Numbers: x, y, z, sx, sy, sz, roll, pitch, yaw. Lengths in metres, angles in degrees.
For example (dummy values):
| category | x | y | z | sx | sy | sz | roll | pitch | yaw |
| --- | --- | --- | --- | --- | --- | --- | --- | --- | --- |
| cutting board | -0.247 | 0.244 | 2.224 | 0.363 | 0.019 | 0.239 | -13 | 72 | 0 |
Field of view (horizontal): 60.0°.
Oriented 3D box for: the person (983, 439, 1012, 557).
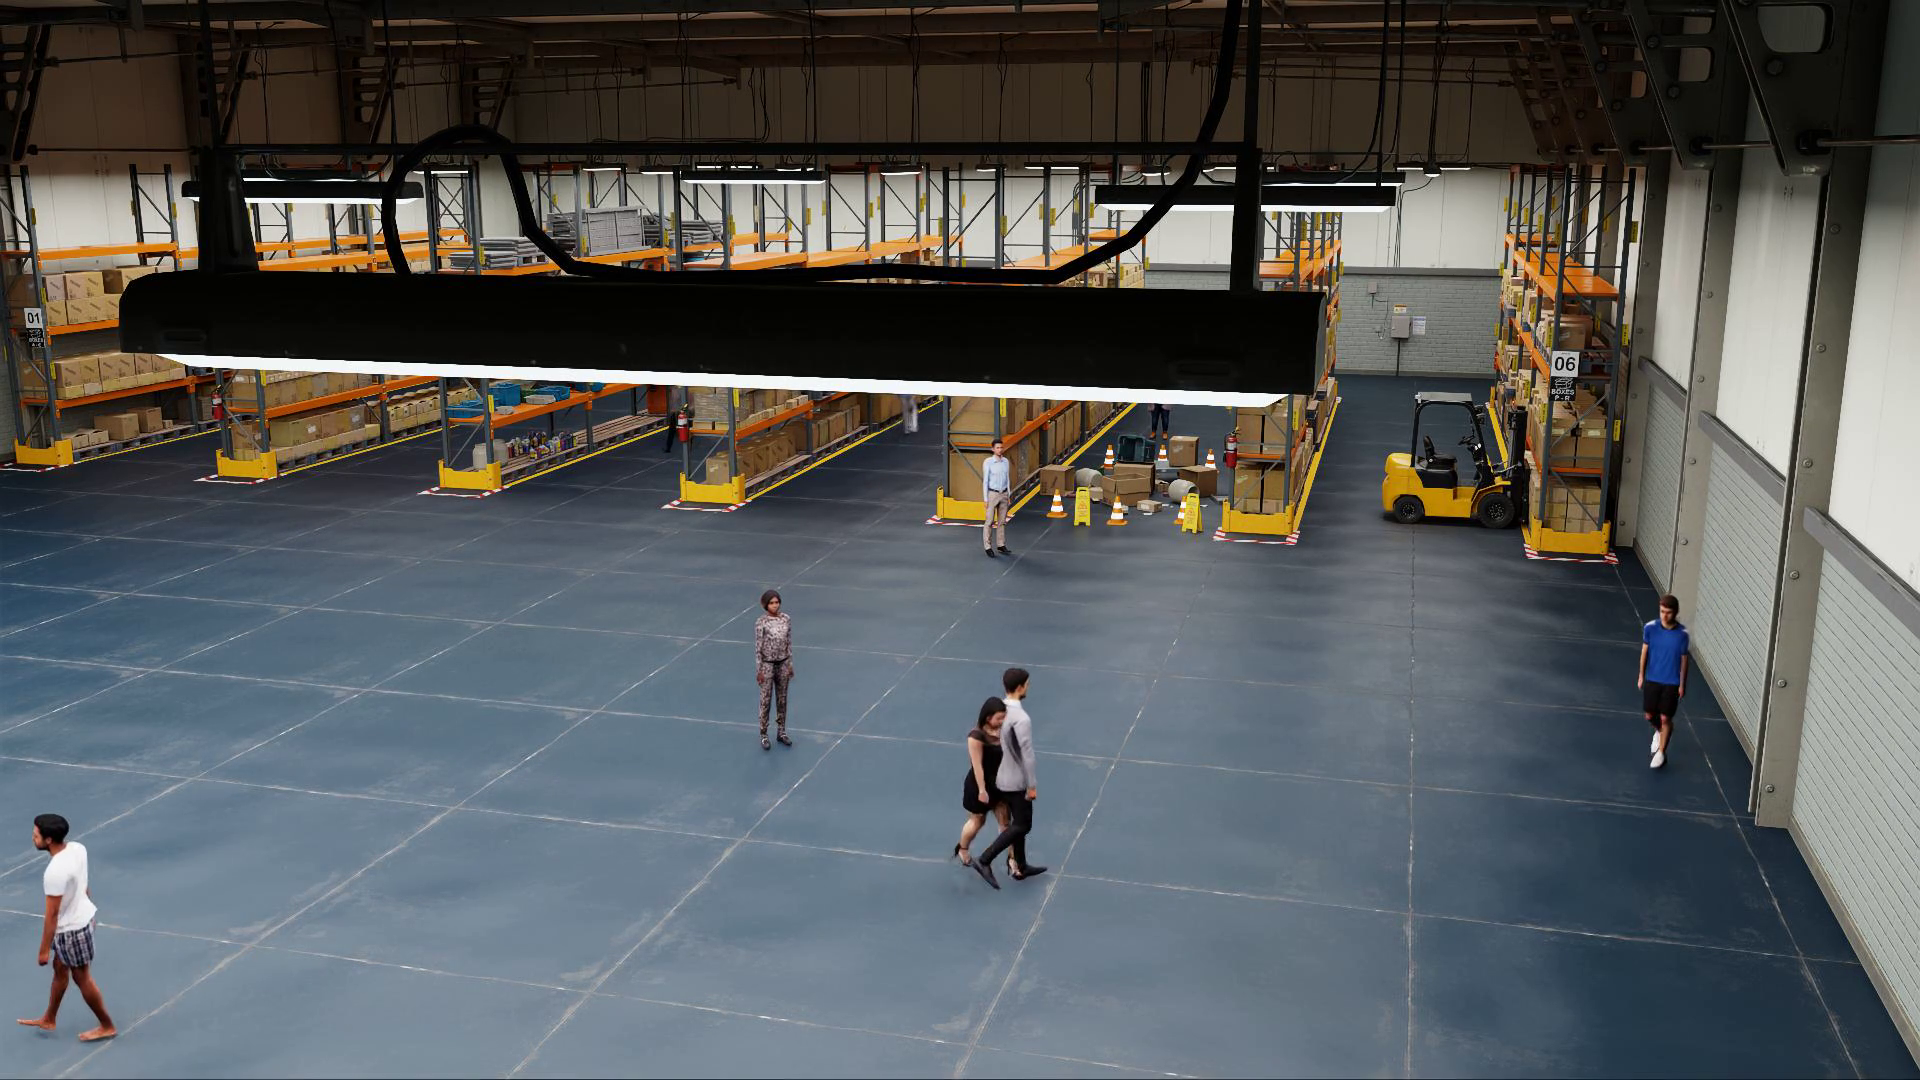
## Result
| category | x | y | z | sx | sy | sz | roll | pitch | yaw |
| --- | --- | --- | --- | --- | --- | --- | --- | --- | --- |
| person | 0.593 | -0.690 | 26.332 | 0.743 | 1.845 | 0.799 | -7 | 15 | -28 |

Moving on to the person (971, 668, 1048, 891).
| category | x | y | z | sx | sy | sz | roll | pitch | yaw |
| --- | --- | --- | --- | --- | --- | --- | --- | --- | --- |
| person | 0.373 | 2.069 | 14.309 | 1.145 | 1.893 | 1.114 | -4 | 14 | -17 |

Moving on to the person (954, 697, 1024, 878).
| category | x | y | z | sx | sy | sz | roll | pitch | yaw |
| --- | --- | --- | --- | --- | --- | --- | --- | --- | --- |
| person | 0.166 | 2.148 | 14.484 | 0.981 | 1.661 | 1.003 | 7 | 15 | 29 |

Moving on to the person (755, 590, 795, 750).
| category | x | y | z | sx | sy | sz | roll | pitch | yaw |
| --- | --- | --- | --- | --- | --- | --- | --- | --- | --- |
| person | -1.981 | 1.366 | 17.745 | 0.677 | 1.714 | 0.735 | -7 | 15 | -28 |

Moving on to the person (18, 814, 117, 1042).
| category | x | y | z | sx | sy | sz | roll | pitch | yaw |
| --- | --- | --- | --- | --- | --- | --- | --- | --- | --- |
| person | -6.221 | 2.748 | 11.786 | 0.976 | 1.708 | 0.983 | -2 | 13 | -11 |

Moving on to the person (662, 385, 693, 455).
| category | x | y | z | sx | sy | sz | roll | pitch | yaw |
| --- | --- | --- | --- | --- | --- | --- | --- | --- | --- |
| person | -5.876 | -2.671 | 35.184 | 0.695 | 1.711 | 1.133 | 5 | 14 | 20 |

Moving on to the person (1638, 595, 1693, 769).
| category | x | y | z | sx | sy | sz | roll | pitch | yaw |
| --- | --- | --- | --- | --- | --- | --- | --- | --- | --- |
| person | 7.333 | 1.436 | 17.177 | 0.844 | 1.833 | 0.979 | 10 | 16 | 36 |
